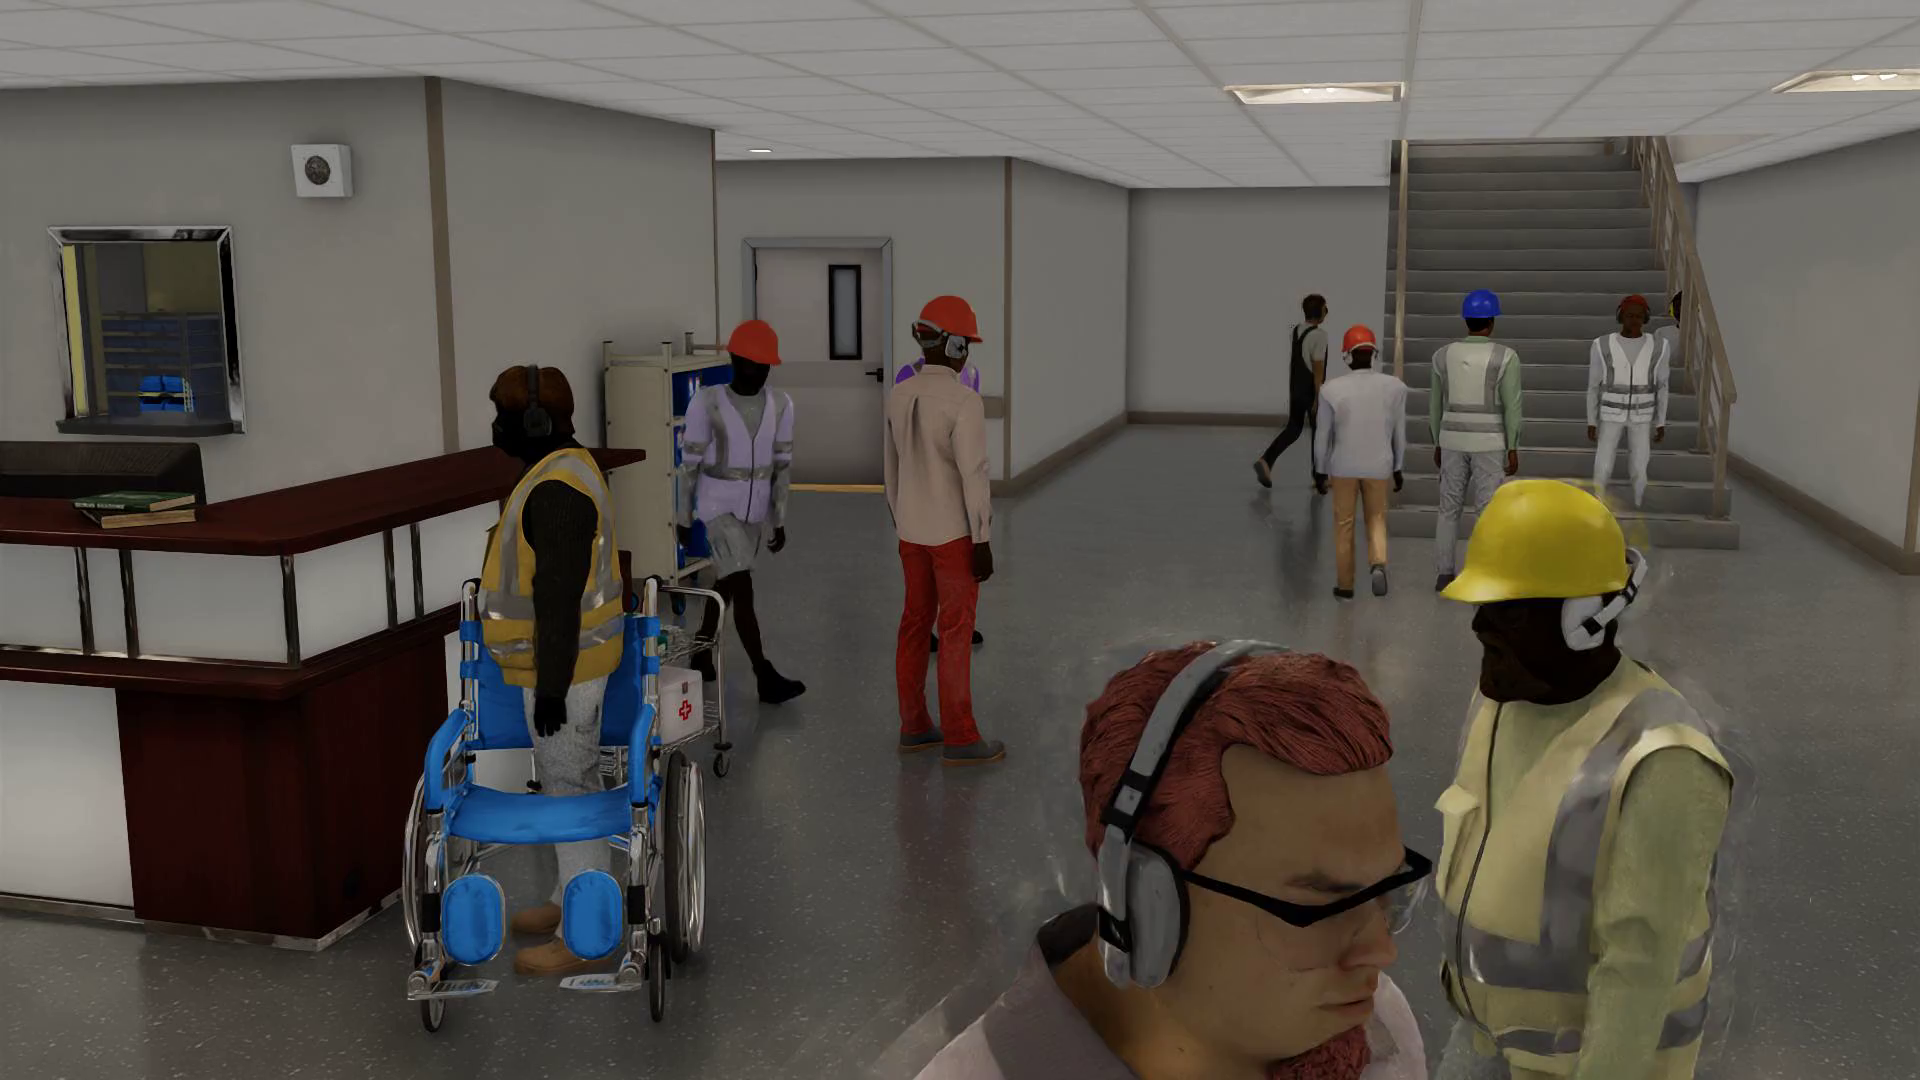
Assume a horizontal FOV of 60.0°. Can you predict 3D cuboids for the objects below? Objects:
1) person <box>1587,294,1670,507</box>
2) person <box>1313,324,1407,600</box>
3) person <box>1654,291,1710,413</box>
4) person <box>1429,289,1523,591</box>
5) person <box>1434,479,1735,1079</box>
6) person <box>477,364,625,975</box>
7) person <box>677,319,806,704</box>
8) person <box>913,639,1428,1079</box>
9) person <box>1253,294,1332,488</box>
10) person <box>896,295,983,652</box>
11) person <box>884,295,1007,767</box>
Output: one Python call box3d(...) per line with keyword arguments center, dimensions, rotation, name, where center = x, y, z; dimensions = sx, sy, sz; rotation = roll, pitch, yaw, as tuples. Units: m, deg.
box3d(center=(5.053, -0.920, 12.628), dimensions=(0.575, 1.876, 0.356), rotation=(2, 10, 14), name="person")
box3d(center=(2.489, -0.470, 10.368), dimensions=(0.576, 1.735, 0.424), rotation=(0, 10, 0), name="person")
box3d(center=(6.229, -1.224, 14.422), dimensions=(0.533, 1.871, 0.320), rotation=(5, 11, 27), name="person")
box3d(center=(3.276, -0.613, 10.588), dimensions=(0.605, 1.951, 0.381), rotation=(8, 13, 41), name="person")
box3d(center=(0.900, 0.803, 2.686), dimensions=(0.842, 1.792, 0.602), rotation=(-3, 10, -15), name="person")
box3d(center=(-1.240, 0.384, 5.076), dimensions=(0.429, 1.836, 0.628), rotation=(-3, 10, -15), name="person")
box3d(center=(-1.110, -0.151, 8.192), dimensions=(0.540, 1.865, 1.023), rotation=(-7, 12, -37), name="person")
box3d(center=(0.151, 0.991, 1.327), dimensions=(0.459, 1.894, 0.659), rotation=(8, 13, 41), name="person")
box3d(center=(3.145, -1.364, 15.396), dimensions=(0.819, 1.826, 0.521), rotation=(-5, 11, -26), name="person")
box3d(center=(-0.090, -0.365, 9.153), dimensions=(0.545, 1.942, 0.354), rotation=(-9, 13, -41), name="person")
box3d(center=(-0.068, -0.037, 7.078), dimensions=(0.390, 1.990, 0.610), rotation=(-8, 13, -40), name="person")
